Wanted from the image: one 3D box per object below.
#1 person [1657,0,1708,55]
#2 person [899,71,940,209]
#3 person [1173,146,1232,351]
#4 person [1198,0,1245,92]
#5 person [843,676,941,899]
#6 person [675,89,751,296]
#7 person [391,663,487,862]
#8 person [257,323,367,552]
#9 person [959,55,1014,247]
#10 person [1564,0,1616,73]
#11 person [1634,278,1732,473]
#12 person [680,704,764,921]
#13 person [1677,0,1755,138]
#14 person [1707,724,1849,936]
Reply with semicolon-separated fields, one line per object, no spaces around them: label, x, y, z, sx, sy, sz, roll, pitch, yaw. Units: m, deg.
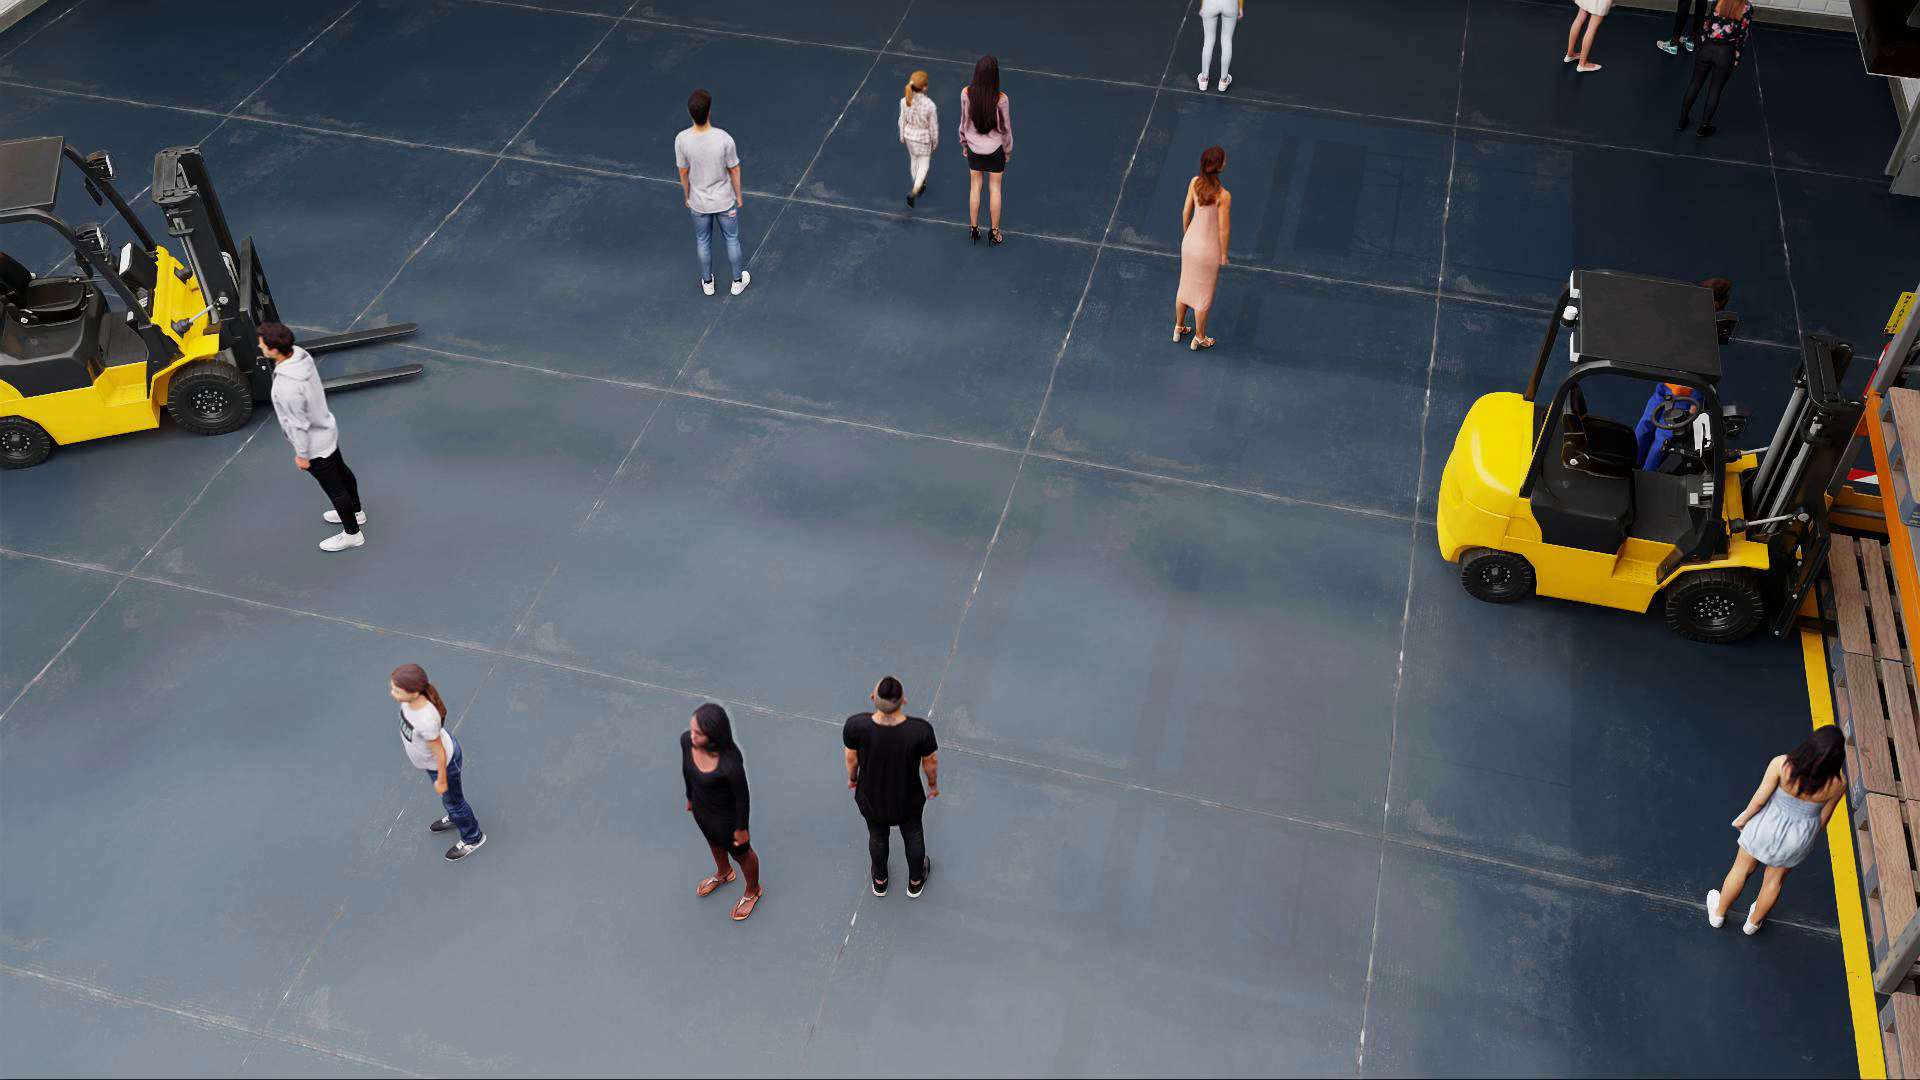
person;7.673;-5.912;17.180;0.676;1.811;0.682;-12;45;-12
person;-0.400;-3.629;15.157;0.586;1.296;0.830;14;45;14
person;1.952;-2.355;13.433;0.686;1.831;0.674;-33;53;-30
person;2.611;-5.336;16.620;0.615;1.750;0.568;6;44;7
person;-0.391;1.388;9.480;0.725;1.864;0.646;2;44;3
person;-2.085;-2.902;13.964;0.725;1.889;0.662;0;44;0
person;-3.096;1.275;9.816;0.675;1.563;0.624;-25;49;-24
person;-4.519;-0.743;11.669;0.818;1.929;0.675;-6;44;-6
person;0.227;-3.389;14.532;0.630;1.811;0.530;13;45;13
person;6.523;-5.649;16.977;0.714;1.711;0.627;-12;45;-12
person;5.242;-1.126;12.119;0.827;1.864;0.689;-6;44;-6
person;-1.358;1.531;9.434;0.675;1.720;0.634;29;51;27
person;7.295;-4.696;15.996;0.644;1.684;0.653;34;53;30
person;4.599;1.626;9.327;0.607;1.729;0.555;15;46;16
